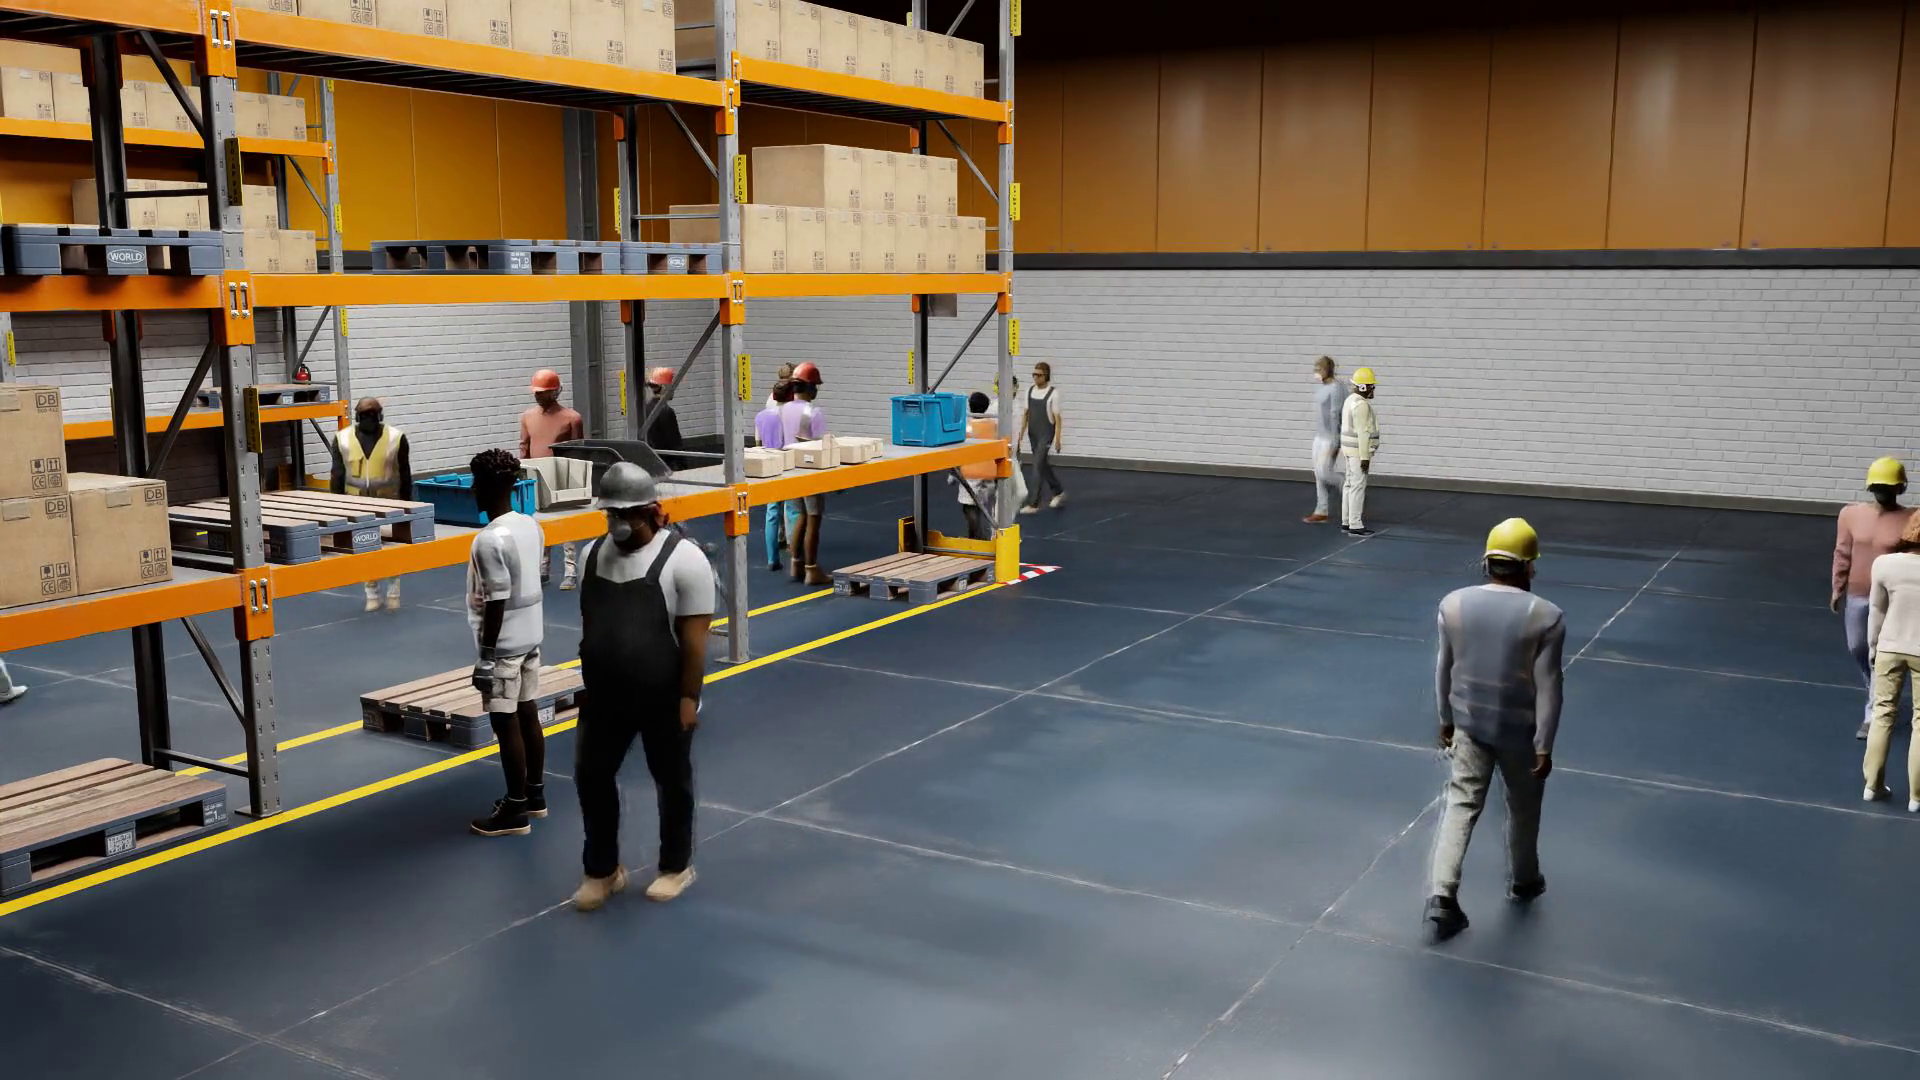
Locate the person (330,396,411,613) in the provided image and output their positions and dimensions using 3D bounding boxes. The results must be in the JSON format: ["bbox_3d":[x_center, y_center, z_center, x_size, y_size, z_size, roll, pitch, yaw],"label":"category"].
[{"bbox_3d":[-4.913,-0.282,13.857,0.628,1.823,0.586,-2,9,-10],"label":"person"}]

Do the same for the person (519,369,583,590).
[{"bbox_3d":[-3.667,-0.537,14.923,0.618,1.990,0.394,2,9,13],"label":"person"}]

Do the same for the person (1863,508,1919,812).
[{"bbox_3d":[5.068,0.624,8.827,0.282,1.624,0.493,-8,12,-42],"label":"person"}]

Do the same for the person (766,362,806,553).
[{"bbox_3d":[-1.738,-0.838,16.968,0.361,1.939,0.635,-6,11,-35],"label":"person"}]

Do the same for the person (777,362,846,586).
[{"bbox_3d":[-1.355,-0.590,15.128,0.448,2.038,0.629,-7,12,-39],"label":"person"}]

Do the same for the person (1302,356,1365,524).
[{"bbox_3d":[4.238,-1.126,18.827,0.593,1.919,0.657,-1,9,-8],"label":"person"}]

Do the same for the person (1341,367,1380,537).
[{"bbox_3d":[4.333,-0.952,18.008,0.404,1.830,0.600,0,9,-2],"label":"person"}]

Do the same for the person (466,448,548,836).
[{"bbox_3d":[-2.310,0.513,8.450,0.361,1.964,0.614,1,9,7],"label":"person"}]

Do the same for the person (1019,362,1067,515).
[{"bbox_3d":[1.014,-1.236,19.889,0.926,1.812,0.525,-9,13,-44],"label":"person"}]

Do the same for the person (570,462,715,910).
[{"bbox_3d":[-1.447,0.648,7.379,0.690,2.000,0.694,3,10,17],"label":"person"}]

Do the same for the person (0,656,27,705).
[{"bbox_3d":[-6.439,0.325,10.714,0.531,1.601,0.785,1,9,7],"label":"person"}]

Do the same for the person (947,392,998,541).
[{"bbox_3d":[0.146,-0.651,16.673,0.554,1.661,0.611,-7,11,-36],"label":"person"}]

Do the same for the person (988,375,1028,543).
[{"bbox_3d":[0.483,-0.833,17.277,0.399,1.836,0.551,8,12,40],"label":"person"}]

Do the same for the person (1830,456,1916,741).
[{"bbox_3d":[5.736,0.322,10.336,0.797,1.735,0.522,-8,12,-41],"label":"person"}]

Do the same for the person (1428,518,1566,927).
[{"bbox_3d":[2.335,0.792,7.269,0.600,1.792,0.933,8,12,40],"label":"person"}]

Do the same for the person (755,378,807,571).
[{"bbox_3d":[-1.687,-0.611,15.838,0.565,1.847,0.396,4,10,22],"label":"person"}]

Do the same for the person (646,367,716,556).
[{"bbox_3d":[-2.864,-0.694,16.092,1.045,1.938,0.631,-5,10,-28],"label":"person"}]
